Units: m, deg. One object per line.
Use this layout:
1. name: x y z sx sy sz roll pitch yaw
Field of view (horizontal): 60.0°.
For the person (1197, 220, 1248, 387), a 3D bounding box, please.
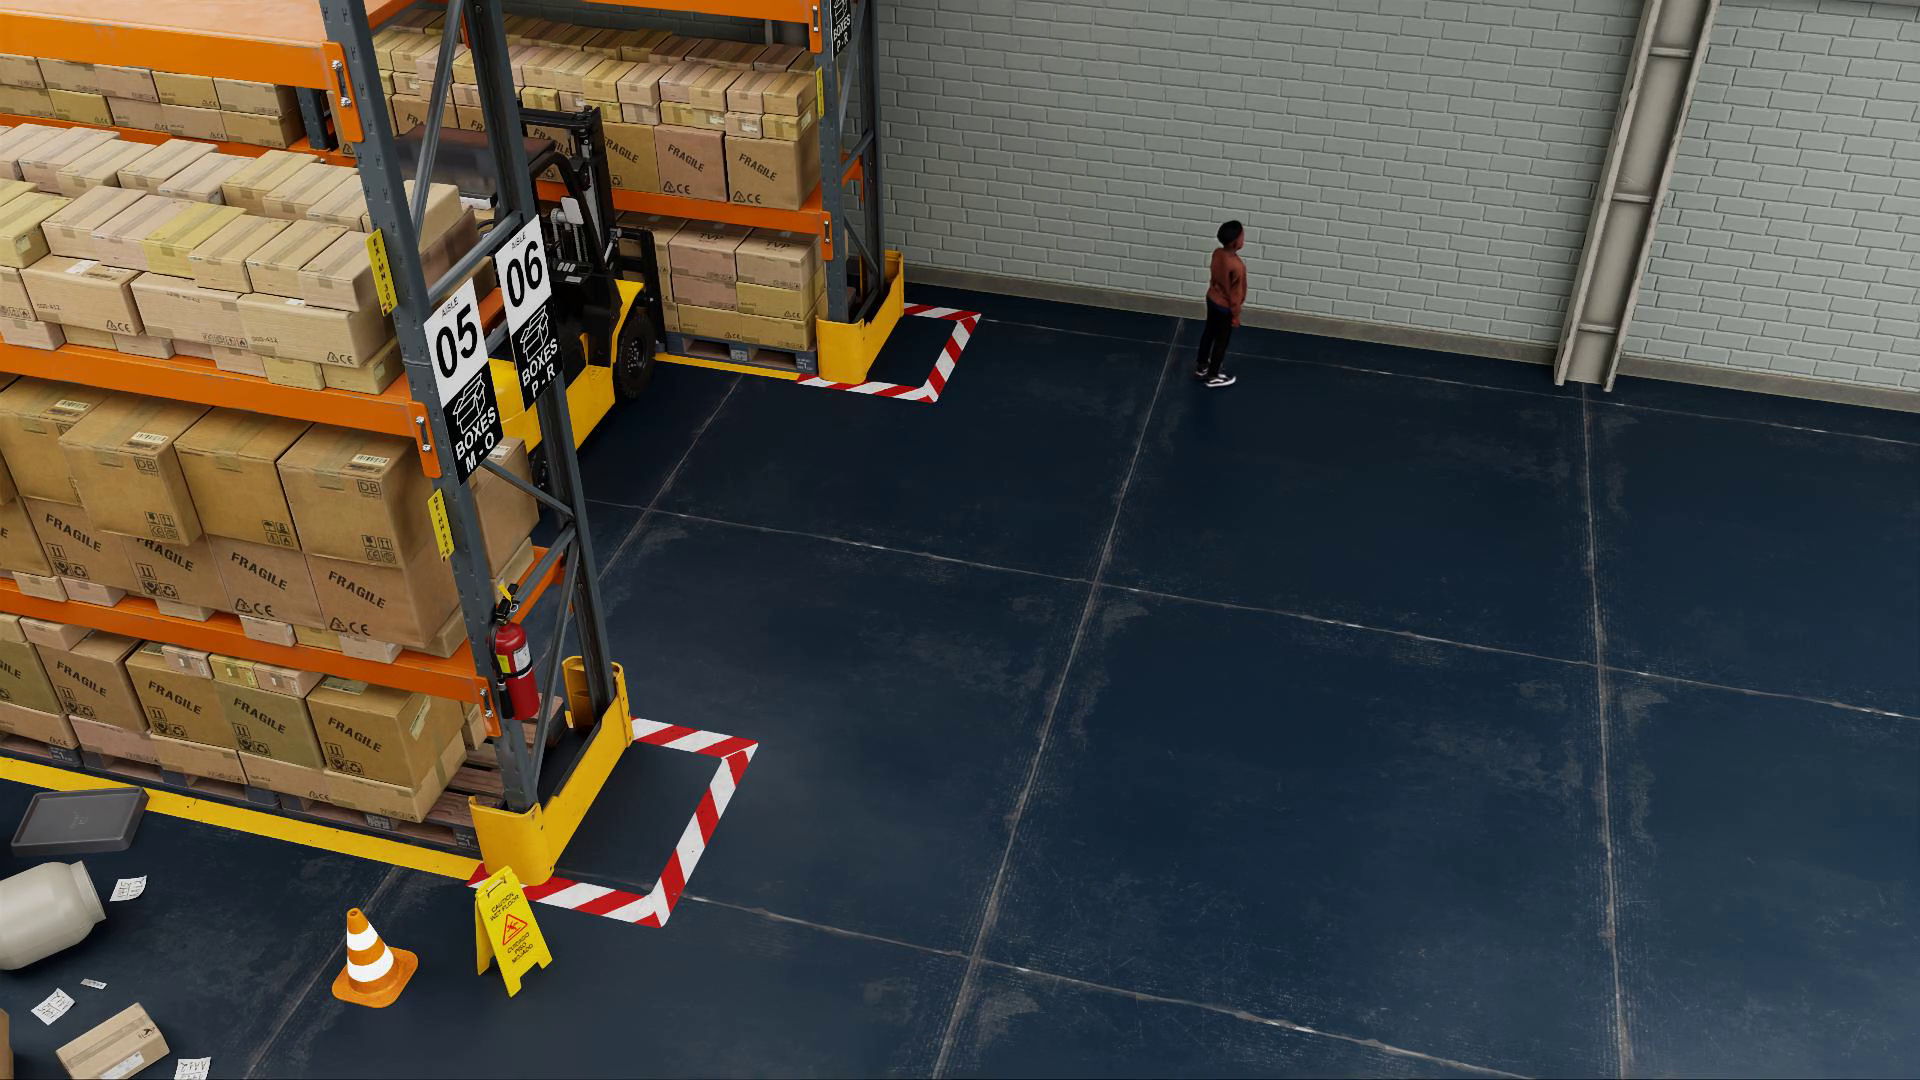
1. person: 1.869 -1.696 11.882 0.633 1.250 0.598 -13 39 -17
